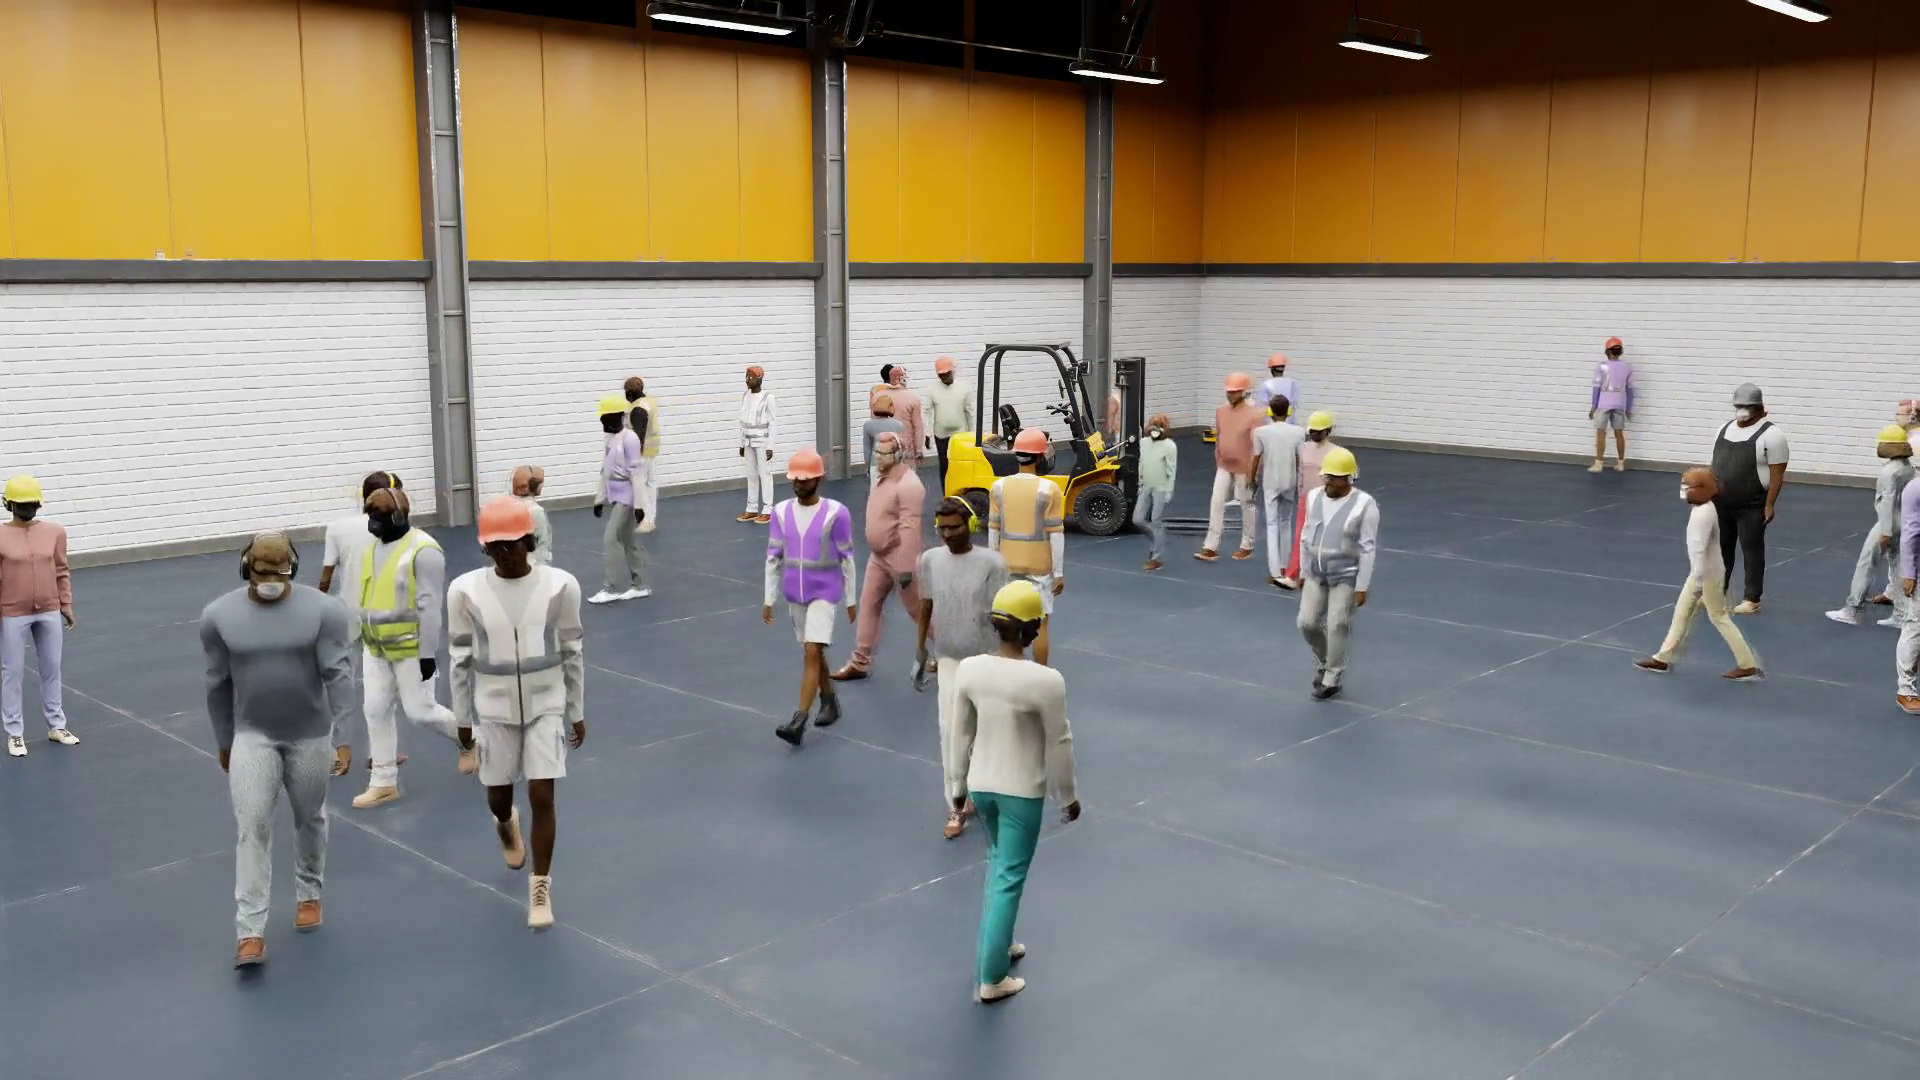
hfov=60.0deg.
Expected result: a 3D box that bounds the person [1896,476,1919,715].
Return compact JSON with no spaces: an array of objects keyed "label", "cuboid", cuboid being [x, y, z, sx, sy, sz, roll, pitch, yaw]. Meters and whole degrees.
[{"label":"person","cuboid":[6.716,0.226,11.356,0.627,1.938,0.372,-1,9,-8]}]

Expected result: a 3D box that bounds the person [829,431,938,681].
[{"label":"person","cuboid":[-0.447,0.113,12.301,0.996,1.860,0.656,-5,11,-29]}]

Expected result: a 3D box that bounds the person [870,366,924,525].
[{"label":"person","cuboid":[-0.720,-1.085,19.499,0.648,1.904,0.401,3,10,19]}]

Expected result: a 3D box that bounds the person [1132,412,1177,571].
[{"label":"person","cuboid":[1.937,-0.486,16.687,0.351,1.610,0.533,-7,11,-36]}]

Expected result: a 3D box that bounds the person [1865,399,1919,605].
[{"label":"person","cuboid":[8.469,-0.312,14.813,0.528,1.891,0.648,6,11,33]}]

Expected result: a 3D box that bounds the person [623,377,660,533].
[{"label":"person","cuboid":[-3.688,-0.988,19.237,0.431,1.810,0.750,0,9,-1]}]

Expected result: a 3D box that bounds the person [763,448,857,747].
[{"label":"person","cuboid":[-0.998,0.353,10.715,0.567,1.883,1.002,3,10,20]}]

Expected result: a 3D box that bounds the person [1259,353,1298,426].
[{"label":"person","cuboid":[4.318,-1.563,22.458,0.543,1.905,0.836,-2,10,-14]}]

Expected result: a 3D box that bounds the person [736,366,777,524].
[{"label":"person","cuboid":[-2.434,-1.137,19.880,0.572,1.883,0.356,8,12,40]}]

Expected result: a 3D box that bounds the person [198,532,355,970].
[{"label":"person","cuboid":[-2.993,0.907,7.332,0.631,1.887,0.927,-3,10,-19]}]

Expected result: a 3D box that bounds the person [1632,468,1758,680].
[{"label":"person","cuboid":[5.516,0.249,12.301,0.854,1.576,0.557,4,10,21]}]

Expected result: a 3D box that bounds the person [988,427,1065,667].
[{"label":"person","cuboid":[0.479,0.176,11.665,0.552,1.935,0.374,4,10,23]}]

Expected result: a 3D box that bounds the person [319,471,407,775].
[{"label":"person","cuboid":[-3.672,0.503,10.023,0.749,1.826,0.328,-3,10,-20]}]

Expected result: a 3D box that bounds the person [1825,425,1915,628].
[{"label":"person","cuboid":[7.799,-0.118,14.127,0.503,1.720,0.679,-7,11,-35]}]

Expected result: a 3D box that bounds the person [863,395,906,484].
[{"label":"person","cuboid":[-0.838,-0.809,18.631,0.499,1.633,0.286,3,10,15]}]

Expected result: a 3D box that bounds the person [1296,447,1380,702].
[{"label":"person","cuboid":[2.609,0.246,11.619,0.609,1.809,0.432,9,13,44]}]

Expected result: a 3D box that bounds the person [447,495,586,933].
[{"label":"person","cuboid":[-2.077,0.764,7.839,0.607,2.019,0.783,-2,10,-15]}]

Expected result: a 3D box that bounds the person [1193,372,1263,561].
[{"label":"person","cuboid":[2.768,-0.730,17.103,0.629,1.962,0.917,9,13,44]}]

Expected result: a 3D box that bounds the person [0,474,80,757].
[{"label":"person","cuboid":[-5.839,0.460,10.453,0.313,1.767,0.523,7,12,37]}]

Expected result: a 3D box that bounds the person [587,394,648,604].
[{"label":"person","cuboid":[-3.182,-0.365,15.077,0.769,1.898,0.627,-6,11,-31]}]

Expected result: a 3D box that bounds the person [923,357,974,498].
[{"label":"person","cuboid":[-0.137,-1.344,20.965,0.646,1.928,1.024,0,9,3]}]

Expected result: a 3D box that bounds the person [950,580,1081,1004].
[{"label":"person","cuboid":[0.254,1.033,6.994,0.525,1.745,0.672,7,12,39]}]

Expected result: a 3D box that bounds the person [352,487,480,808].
[{"label":"person","cuboid":[-3.137,0.588,9.508,0.626,1.814,0.725,5,11,30]}]

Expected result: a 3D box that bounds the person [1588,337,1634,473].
[{"label":"person","cuboid":[9.696,-2.013,24.806,0.613,2.039,0.395,-1,9,-7]}]

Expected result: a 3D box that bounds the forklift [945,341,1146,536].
[{"label":"forklift","cuboid":[0.977,-1.223,19.452,2.313,2.155,1.214,2,9,11]}]

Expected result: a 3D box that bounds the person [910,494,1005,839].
[{"label":"person","cuboid":[0.002,0.659,9.026,0.590,1.824,0.646,3,10,21]}]

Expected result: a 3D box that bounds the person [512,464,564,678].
[{"label":"person","cuboid":[-3.137,0.264,12.045,0.548,1.621,0.533,-6,11,-34]}]

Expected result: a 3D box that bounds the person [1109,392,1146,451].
[{"label":"person","cuboid":[2.286,-1.495,22.932,0.524,1.610,0.801,-3,10,-19]}]

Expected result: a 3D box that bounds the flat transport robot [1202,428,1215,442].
[{"label":"flat transport robot","cuboid":[4.988,-1.852,29.193,1.431,0.197,0.652,1,9,6]}]

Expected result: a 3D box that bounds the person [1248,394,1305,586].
[{"label":"person","cuboid":[3.076,-0.492,16.090,0.510,1.835,0.602,0,9,0]}]

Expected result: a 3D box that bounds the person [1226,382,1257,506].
[{"label":"person","cuboid":[3.607,-1.249,21.303,0.312,1.642,0.512,8,12,42]}]

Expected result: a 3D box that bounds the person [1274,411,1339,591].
[{"label":"person","cuboid":[3.338,-0.355,15.595,0.537,1.702,0.937,9,13,43]}]

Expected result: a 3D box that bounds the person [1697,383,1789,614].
[{"label":"person","cuboid":[6.879,-0.373,14.712,0.539,2.000,0.689,-5,11,-29]}]

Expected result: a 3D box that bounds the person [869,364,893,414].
[{"label":"person","cuboid":[-1.028,-1.634,23.517,0.534,1.691,0.318,3,10,15]}]
